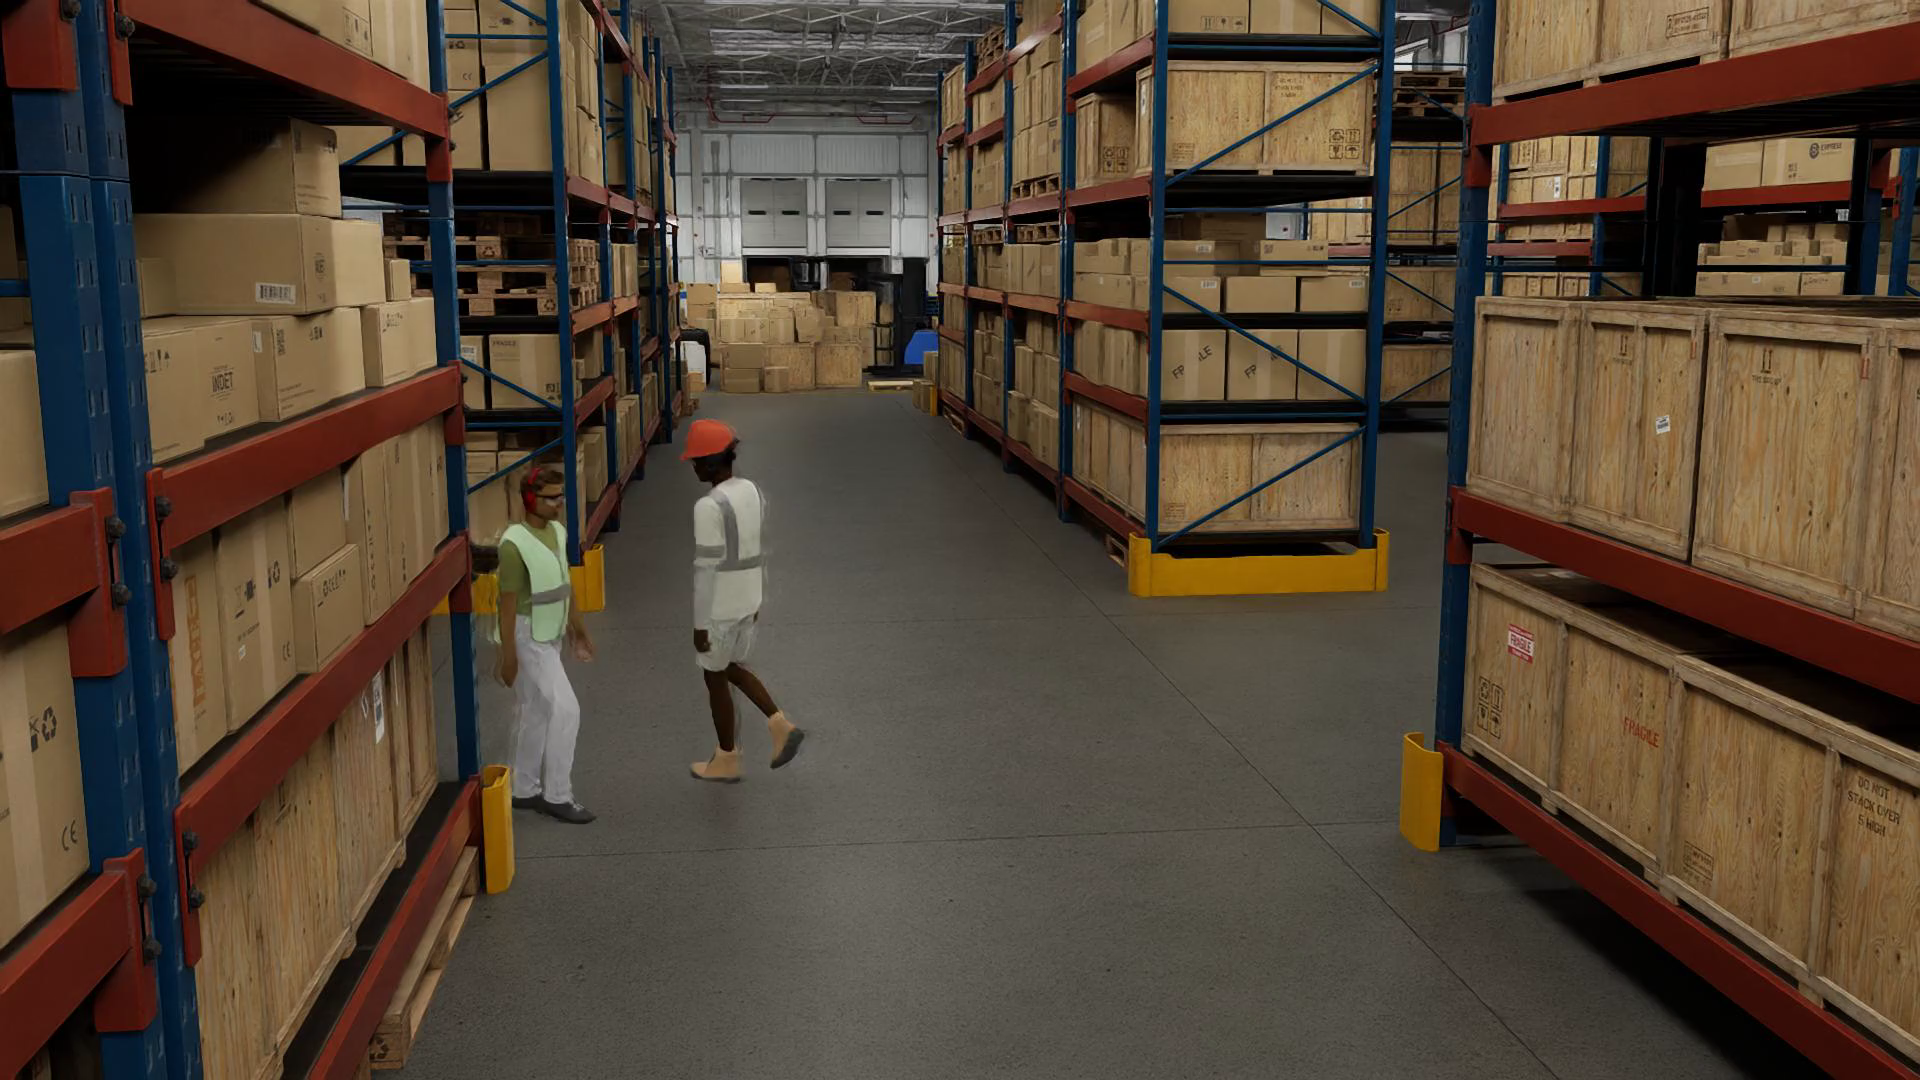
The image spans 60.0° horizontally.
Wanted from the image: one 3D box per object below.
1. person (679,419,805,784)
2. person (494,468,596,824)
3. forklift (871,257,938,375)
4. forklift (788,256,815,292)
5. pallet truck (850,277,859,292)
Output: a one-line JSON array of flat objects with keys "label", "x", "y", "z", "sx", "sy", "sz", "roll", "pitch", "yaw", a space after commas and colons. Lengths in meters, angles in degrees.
[{"label": "person", "x": -1.212, "y": 0.351, "z": 9.036, "sx": 0.598, "sy": 2.016, "sz": 0.653, "roll": 4, "pitch": 11, "yaw": 22}, {"label": "person", "x": -2.067, "y": 0.537, "z": 8.533, "sx": 0.666, "sy": 1.823, "sz": 0.572, "roll": 1, "pitch": 10, "yaw": 5}, {"label": "forklift", "x": -1.041, "y": -5.314, "z": 39.502, "sx": 1.873, "sy": 2.768, "sz": 1.129, "roll": 3, "pitch": 10, "yaw": 18}, {"label": "forklift", "x": -5.632, "y": -8.715, "z": 59.305, "sx": 1.129, "sy": 2.768, "sz": 1.873, "roll": -7, "pitch": 12, "yaw": -35}, {"label": "pallet truck", "x": -3.782, "y": -9.391, "z": 65.808, "sx": 1.885, "sy": 1.965, "sz": 0.823, "roll": 2, "pitch": 10, "yaw": 10}]
